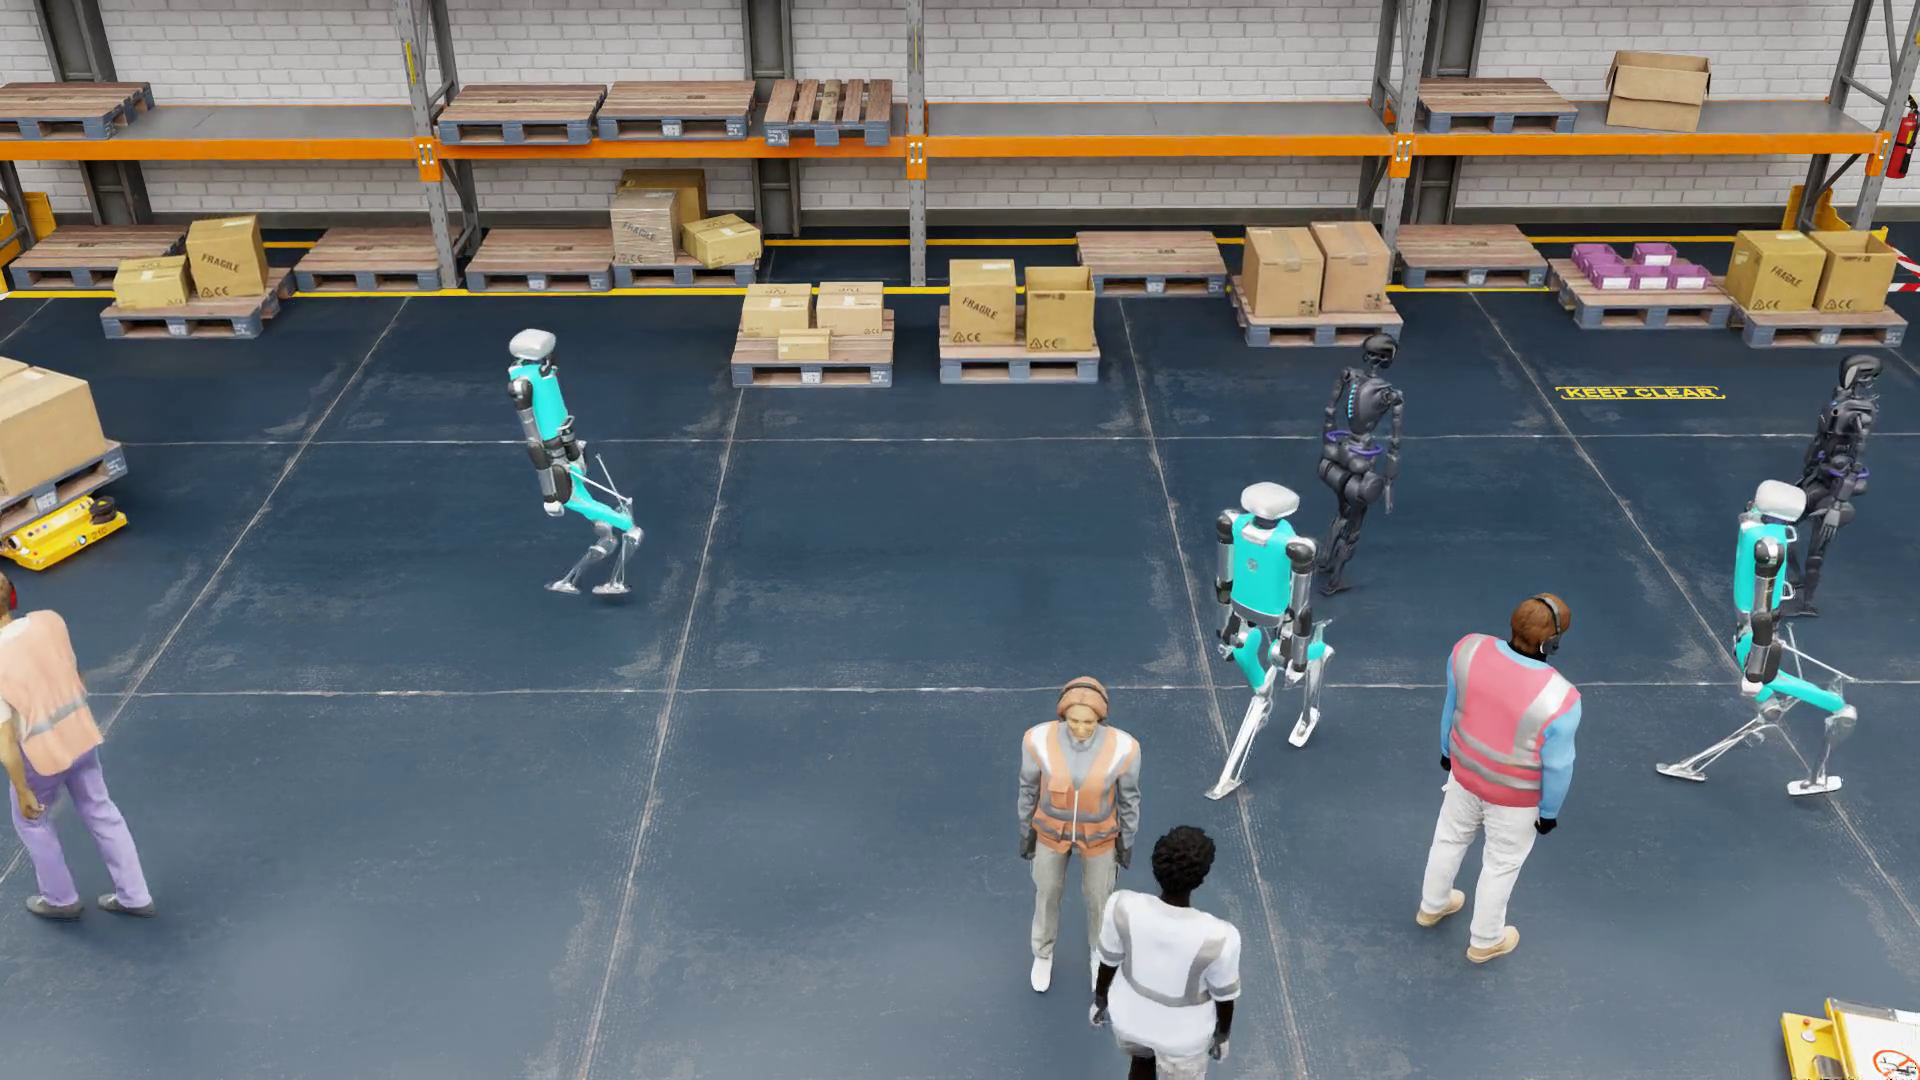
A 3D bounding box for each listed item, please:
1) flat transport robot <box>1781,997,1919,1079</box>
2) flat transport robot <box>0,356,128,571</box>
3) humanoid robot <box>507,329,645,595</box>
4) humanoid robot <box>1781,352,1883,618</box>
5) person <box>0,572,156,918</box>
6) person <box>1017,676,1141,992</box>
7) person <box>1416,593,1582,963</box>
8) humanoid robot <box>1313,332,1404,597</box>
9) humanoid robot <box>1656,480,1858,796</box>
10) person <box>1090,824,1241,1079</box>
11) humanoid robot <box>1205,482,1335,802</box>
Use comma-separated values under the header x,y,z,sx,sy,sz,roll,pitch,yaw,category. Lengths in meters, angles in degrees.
x,y,z,sx,sy,sz,roll,pitch,yaw,category
4.119,2.254,6.658,1.431,0.231,0.659,8,32,13,flat transport robot
-6.153,-0.188,10.724,1.431,0.231,0.659,15,34,23,flat transport robot
-2.131,-0.353,9.593,0.857,1.786,0.535,3,31,5,humanoid robot
4.962,-0.293,9.529,0.336,1.652,0.608,3,31,5,humanoid robot
-4.058,0.937,7.366,0.703,1.799,0.593,10,32,17,person
0.491,1.249,7.008,0.509,1.629,0.314,5,31,8,person
2.344,1.022,7.199,0.431,1.835,0.628,-22,37,-32,person
2.317,-0.436,9.773,0.390,1.635,0.612,-20,36,-30,humanoid robot
4.115,0.563,8.101,1.026,1.771,0.532,9,32,14,humanoid robot
0.707,1.796,6.062,0.547,1.670,0.717,16,34,24,person
1.647,0.423,8.340,0.537,1.784,1.021,25,39,35,humanoid robot
